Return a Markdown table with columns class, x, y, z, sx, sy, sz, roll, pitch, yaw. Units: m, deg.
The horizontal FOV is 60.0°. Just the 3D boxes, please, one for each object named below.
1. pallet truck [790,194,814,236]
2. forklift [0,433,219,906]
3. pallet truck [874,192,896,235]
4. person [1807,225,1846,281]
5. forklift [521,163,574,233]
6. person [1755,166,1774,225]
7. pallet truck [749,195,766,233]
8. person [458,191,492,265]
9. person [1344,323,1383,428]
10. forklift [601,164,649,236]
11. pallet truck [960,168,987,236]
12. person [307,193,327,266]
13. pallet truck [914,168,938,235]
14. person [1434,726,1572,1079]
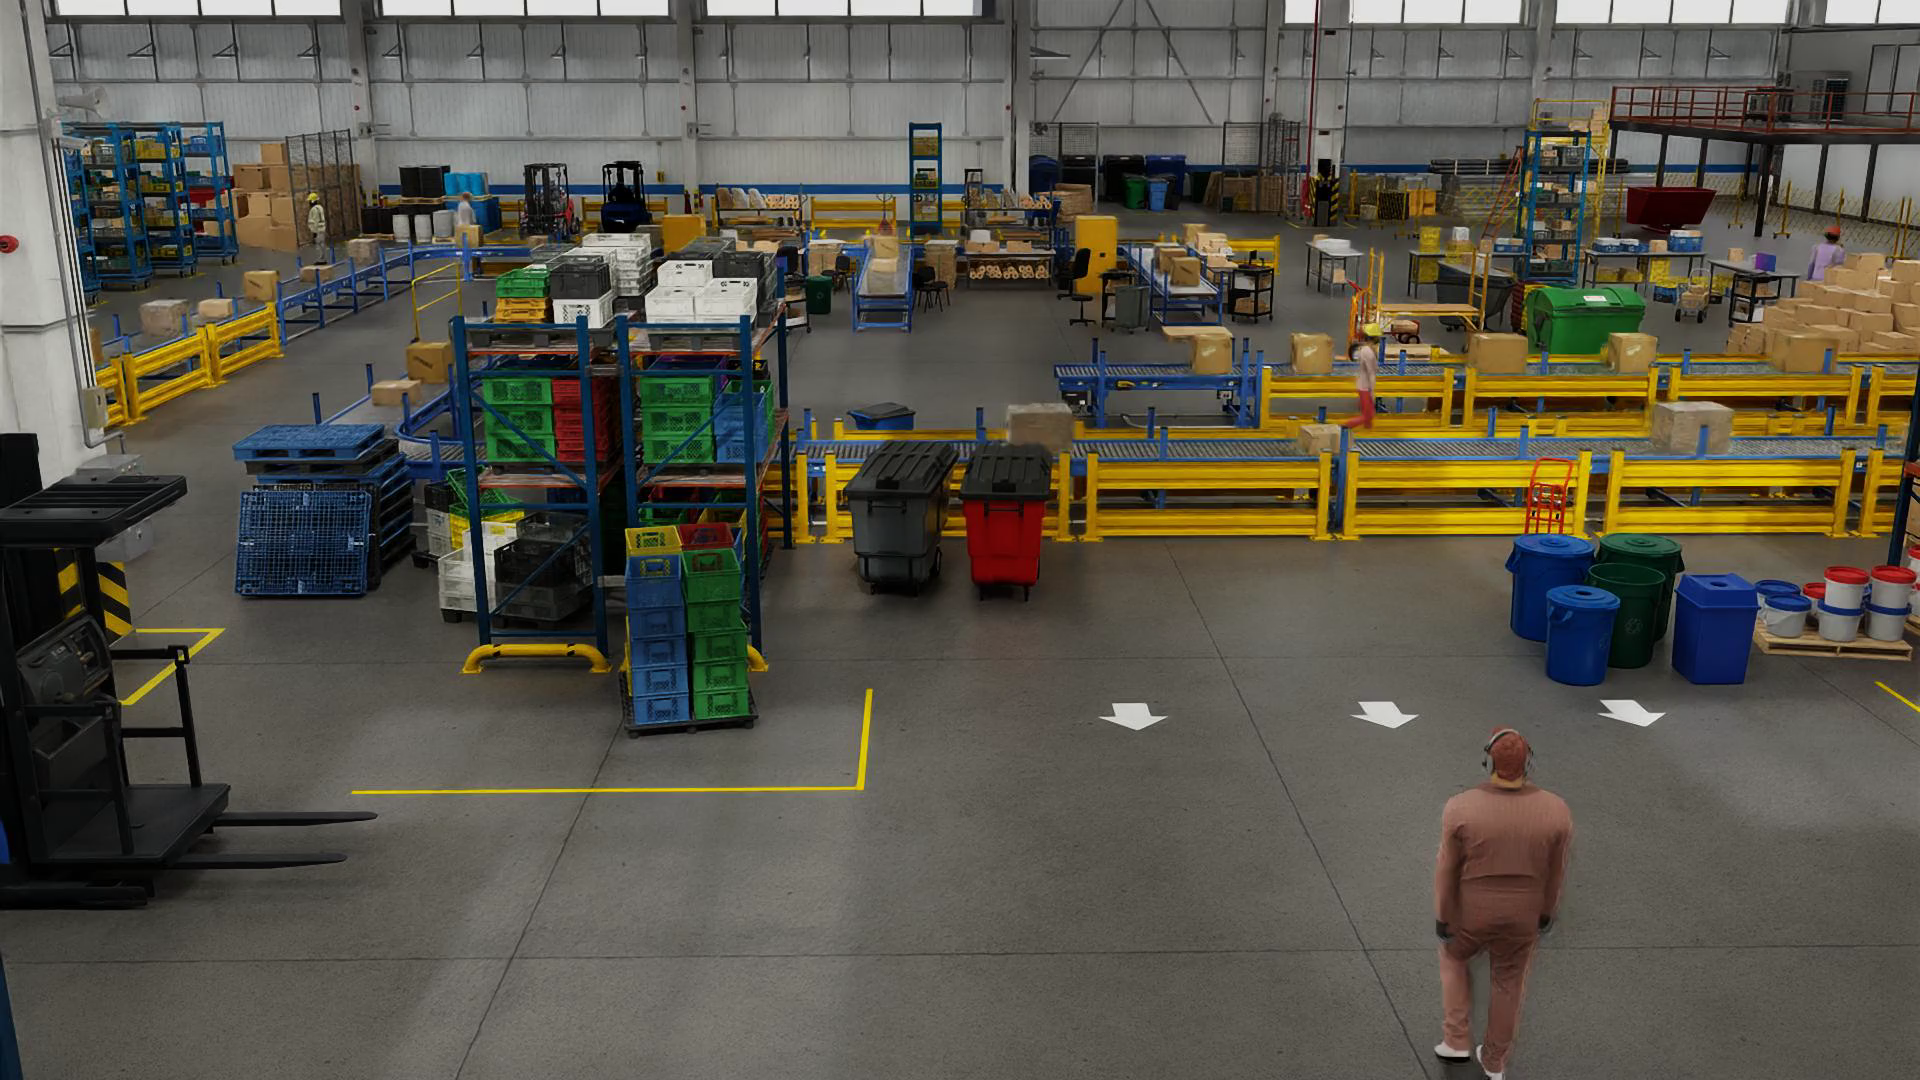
| class | x | y | z | sx | sy | sz | roll | pitch | yaw |
| --- | --- | --- | --- | --- | --- | --- | --- | --- | --- |
| pallet truck | -4.814 | -9.883 | 50.259 | 0.704 | 1.261 | 1.522 | -1 | 16 | -3 |
| forklift | -5.952 | 0.780 | 10.366 | 1.873 | 2.768 | 1.129 | 0 | 16 | -1 |
| pallet truck | -2.277 | -9.986 | 50.594 | 0.653 | 1.274 | 1.630 | 0 | 16 | -1 |
| person | 16.772 | -5.067 | 32.204 | 0.475 | 2.022 | 0.637 | -13 | 21 | -38 |
| forklift | -12.233 | -10.122 | 49.298 | 1.157 | 1.987 | 2.680 | 0 | 16 | -1 |
| person | 25.764 | -11.028 | 53.201 | 0.566 | 1.879 | 0.354 | -8 | 18 | -26 |
| pallet truck | -6.051 | -9.967 | 50.660 | 0.680 | 1.201 | 1.601 | 0 | 16 | -1 |
| person | -12.530 | -7.998 | 42.667 | 0.916 | 1.867 | 0.667 | -11 | 19 | -34 |
| person | 5.349 | -2.023 | 22.119 | 0.643 | 1.746 | 0.535 | 2 | 16 | 7 |
| forklift | -9.948 | -10.127 | 49.296 | 1.157 | 1.987 | 2.680 | -1 | 16 | -3 |
| pallet truck | 0.383 | -10.230 | 50.206 | 0.823 | 1.965 | 1.885 | -1 | 16 | -3 |
| person | -16.445 | -7.938 | 42.530 | 0.404 | 1.835 | 0.587 | -2 | 16 | -6 |
| pallet truck | -0.989 | -10.316 | 50.507 | 0.823 | 1.965 | 1.885 | 1 | 16 | 3 |
| person | 2.713 | 1.845 | 8.439 | 0.645 | 1.893 | 0.432 | 2 | 16 | 6 |
